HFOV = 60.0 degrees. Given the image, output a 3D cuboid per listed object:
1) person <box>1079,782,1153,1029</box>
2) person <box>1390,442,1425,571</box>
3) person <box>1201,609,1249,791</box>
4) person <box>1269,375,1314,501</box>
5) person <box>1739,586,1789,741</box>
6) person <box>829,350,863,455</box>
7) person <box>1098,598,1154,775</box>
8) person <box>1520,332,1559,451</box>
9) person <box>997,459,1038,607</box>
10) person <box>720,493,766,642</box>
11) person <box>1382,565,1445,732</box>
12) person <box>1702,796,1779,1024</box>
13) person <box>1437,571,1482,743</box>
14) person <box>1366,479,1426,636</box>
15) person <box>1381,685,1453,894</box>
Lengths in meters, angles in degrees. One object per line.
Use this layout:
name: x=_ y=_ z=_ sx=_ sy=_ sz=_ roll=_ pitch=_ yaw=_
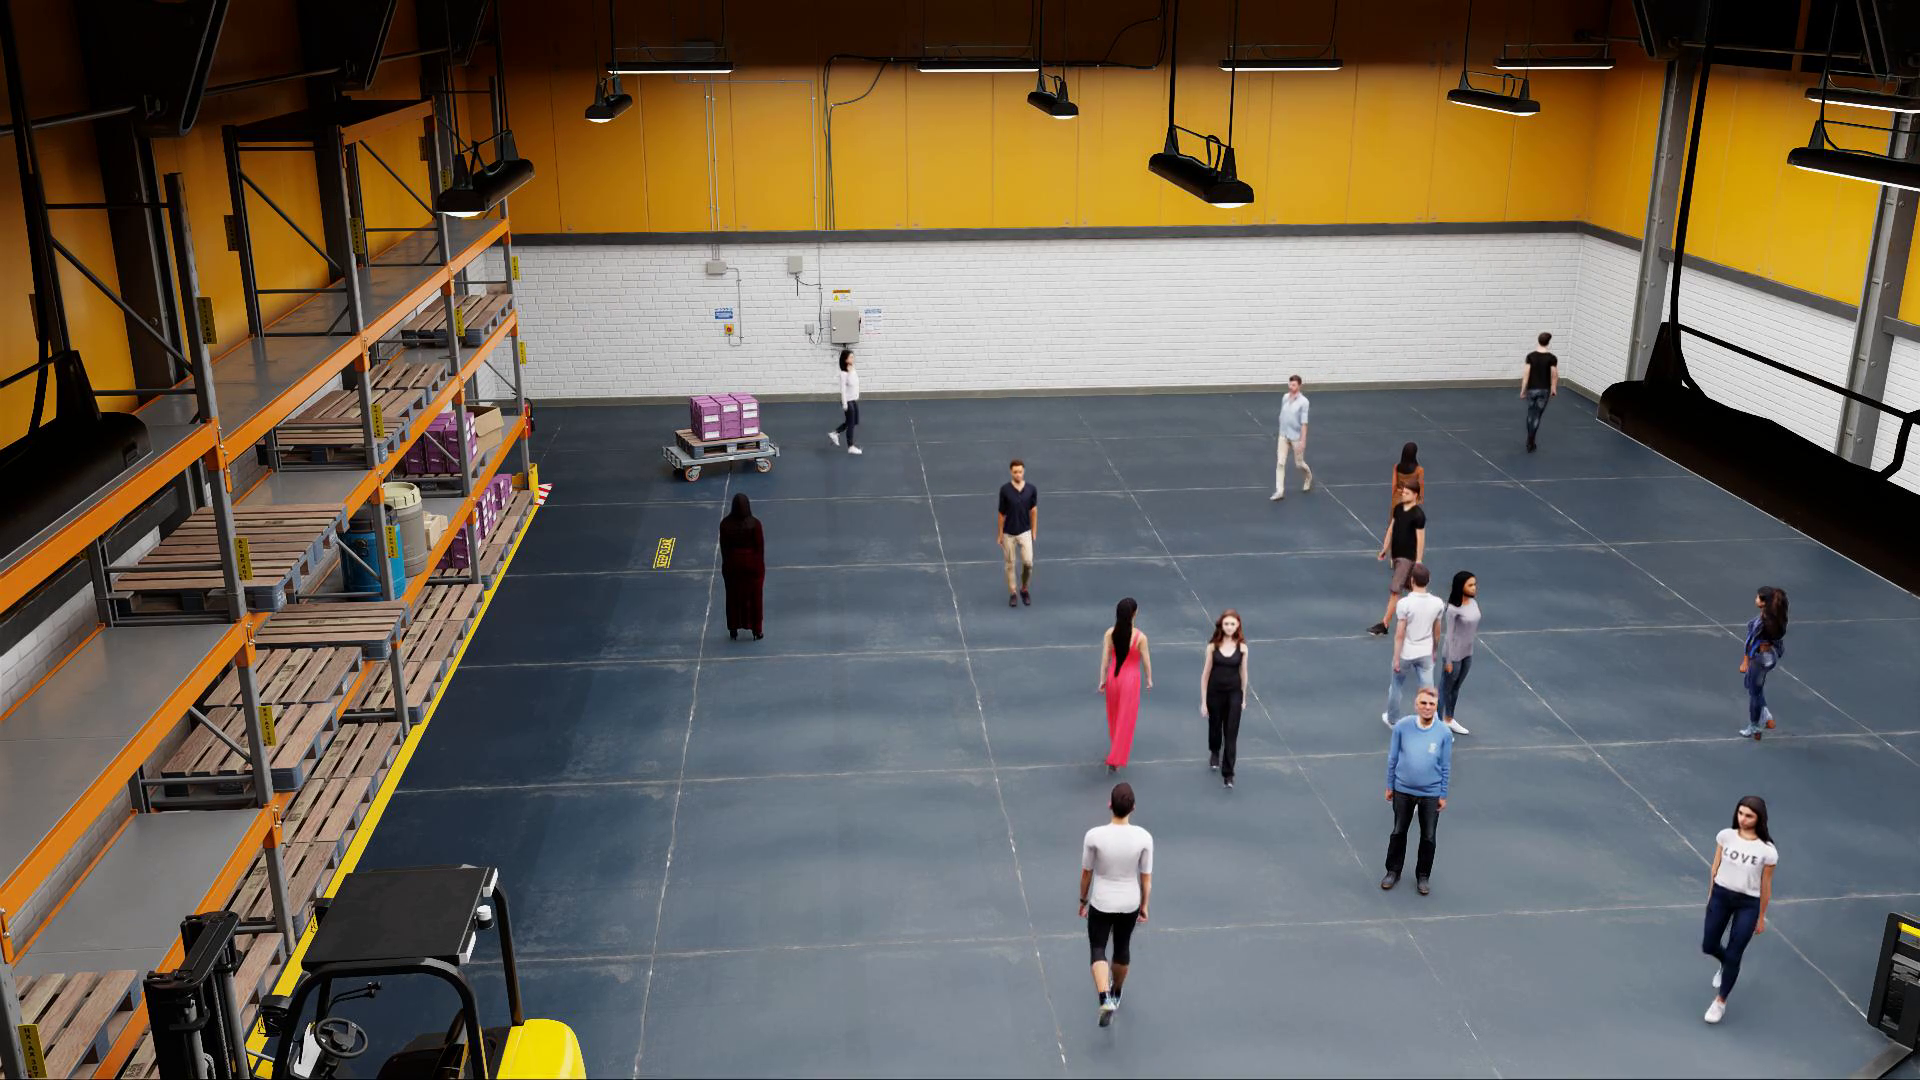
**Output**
person: x=1.117 y=2.639 z=11.925 sx=0.710 sy=1.836 sz=0.999 roll=0 pitch=19 yaw=0
person: x=5.705 y=-0.431 z=21.271 sx=0.645 sy=1.690 sz=0.681 roll=12 pitch=22 yaw=31
person: x=2.477 y=1.445 z=15.697 sx=0.755 sy=1.692 sz=1.169 roll=2 pitch=19 yaw=7
person: x=4.902 y=-1.495 z=24.229 sx=1.166 sy=1.818 sz=1.169 roll=-17 pitch=25 yaw=-41
person: x=7.997 y=1.234 z=16.450 sx=0.743 sy=1.611 sz=0.789 roll=-16 pitch=24 yaw=-39
person: x=-1.846 y=-2.214 z=26.565 sx=0.852 sy=1.689 sz=0.863 roll=6 pitch=19 yaw=17
person: x=1.515 y=1.427 z=15.759 sx=0.907 sy=1.687 sz=1.056 roll=10 pitch=21 yaw=27
person: x=9.270 y=-2.358 z=26.732 sx=1.108 sy=1.855 sz=1.225 roll=13 pitch=23 yaw=34
person: x=0.668 y=-0.106 z=20.074 sx=0.641 sy=1.837 sz=0.600 roll=-1 pitch=19 yaw=-3
person: x=-2.476 y=0.303 z=18.982 sx=0.704 sy=1.759 sz=0.656 roll=2 pitch=19 yaw=6
person: x=4.501 y=1.192 z=16.267 sx=0.688 sy=1.807 sz=1.202 roll=-2 pitch=19 yaw=-6
person: x=5.658 y=2.639 z=12.044 sx=0.894 sy=1.761 sz=0.851 roll=-17 pitch=25 yaw=-42
person: x=4.938 y=1.131 z=16.561 sx=0.684 sy=1.735 sz=0.711 roll=-16 pitch=24 yaw=-39
person: x=5.223 y=0.185 z=19.227 sx=0.926 sy=1.826 sz=1.214 roll=-7 pitch=20 yaw=-19
person: x=3.786 y=2.032 z=13.748 sx=0.738 sy=1.823 sz=0.723 roll=7 pitch=20 yaw=19
